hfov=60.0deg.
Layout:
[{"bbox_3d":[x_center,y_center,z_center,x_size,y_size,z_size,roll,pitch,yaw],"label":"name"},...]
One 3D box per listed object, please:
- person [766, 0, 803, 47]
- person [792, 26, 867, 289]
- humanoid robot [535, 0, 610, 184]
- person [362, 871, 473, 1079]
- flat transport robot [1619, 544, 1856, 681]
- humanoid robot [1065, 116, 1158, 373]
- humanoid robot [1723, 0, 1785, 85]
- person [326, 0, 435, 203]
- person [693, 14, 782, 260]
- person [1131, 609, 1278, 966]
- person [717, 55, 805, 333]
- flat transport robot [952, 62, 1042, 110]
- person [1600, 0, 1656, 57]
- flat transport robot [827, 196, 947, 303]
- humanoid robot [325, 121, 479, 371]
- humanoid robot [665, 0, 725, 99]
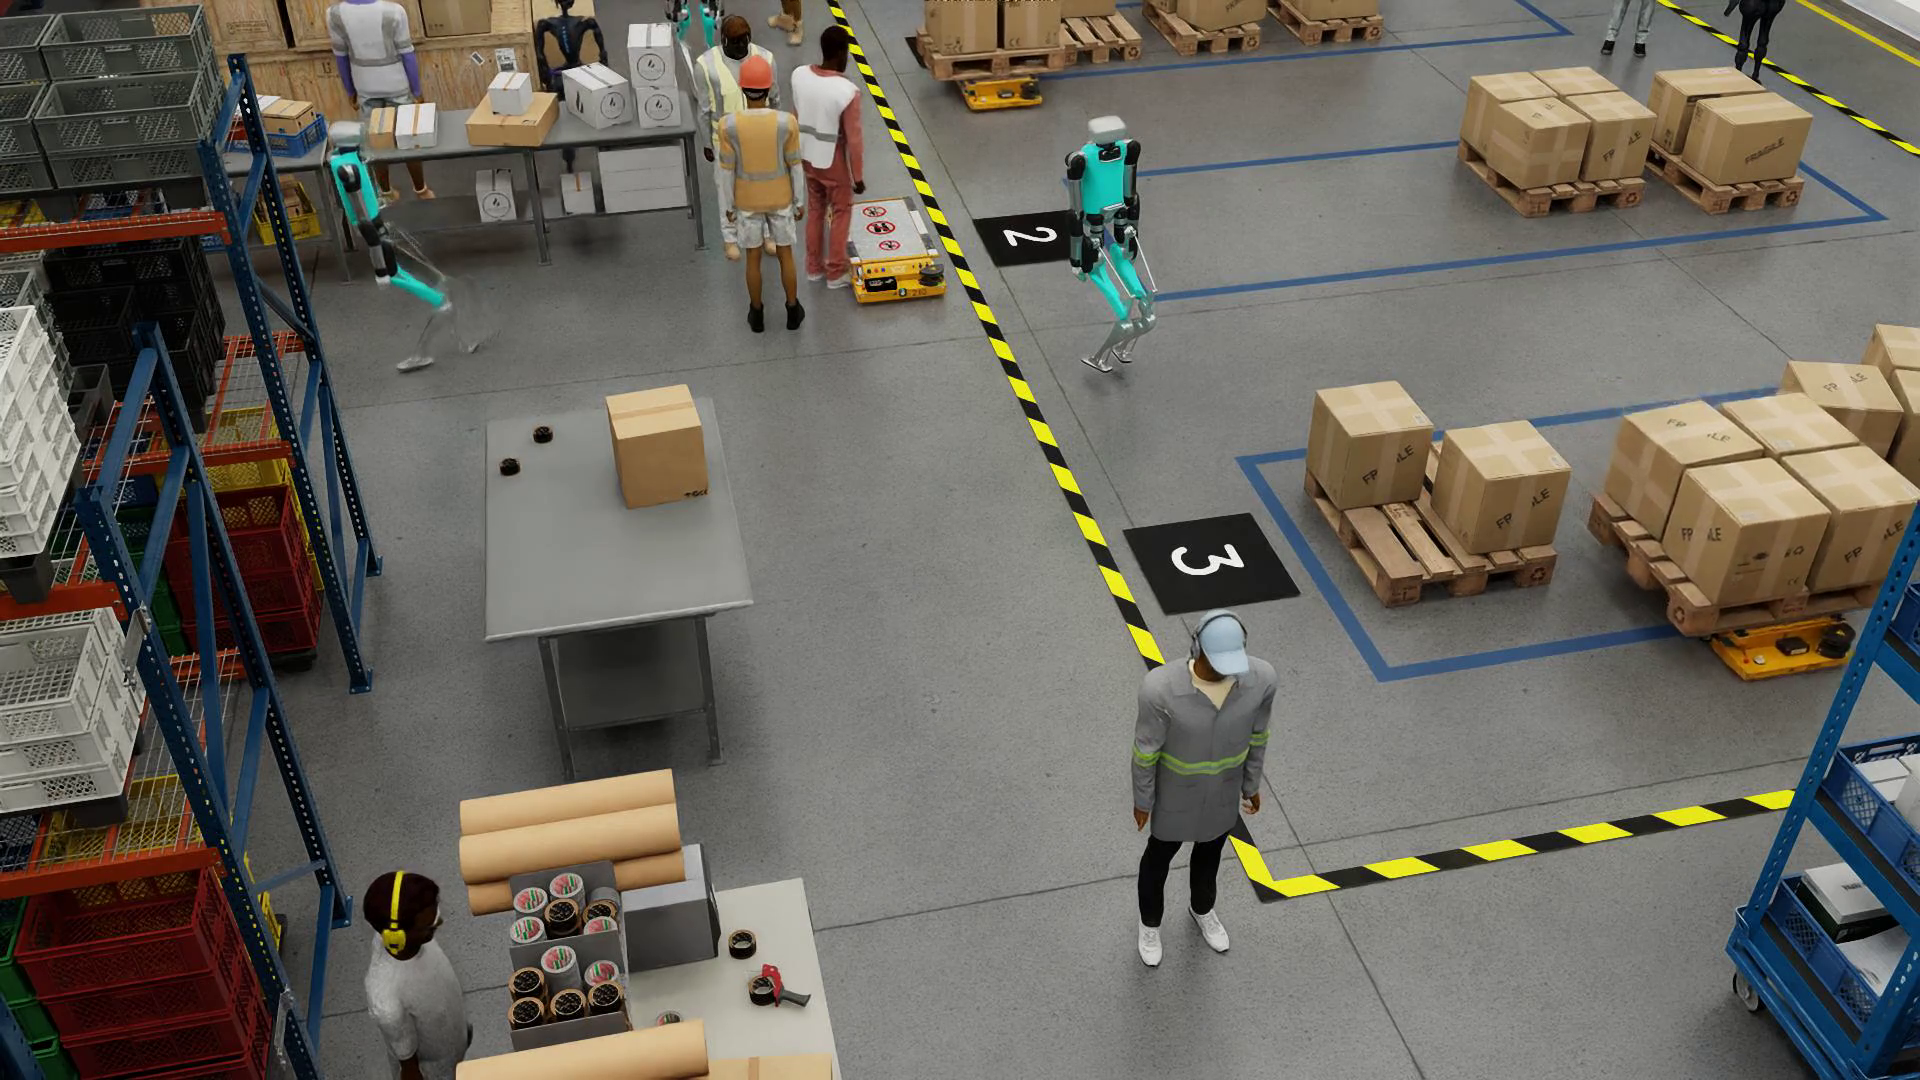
[{"bbox_3d":[-1.729,-5.737,15.830,0.451,1.991,0.801,-26,44,-30],"label":"person"},{"bbox_3d":[-0.924,-2.682,11.792,0.610,1.895,0.443,25,43,30],"label":"person"},{"bbox_3d":[-3.040,-3.583,13.185,0.588,1.633,0.381,-2,37,-3],"label":"humanoid robot"},{"bbox_3d":[-1.785,1.824,5.767,0.330,1.865,0.505,-5,37,-7],"label":"person"},{"bbox_3d":[4.254,0.213,9.245,0.652,0.197,1.431,-8,37,-10],"label":"flat transport robot"},{"bbox_3d":[1.031,-1.826,10.665,0.533,1.677,0.735,-20,41,-24],"label":"humanoid robot"},{"bbox_3d":[7.205,-4.903,14.951,0.599,1.657,0.315,-13,39,-17],"label":"humanoid robot"},{"bbox_3d":[-4.439,-3.498,12.783,0.600,2.036,0.395,-1,37,-1],"label":"person"},{"bbox_3d":[-1.597,-2.949,12.209,0.622,1.837,0.429,-11,38,-14],"label":"person"},{"bbox_3d":[0.986,1.022,6.854,0.589,1.852,0.378,-8,37,-11],"label":"person"},{"bbox_3d":[-1.332,-2.330,11.288,0.550,1.934,0.372,-4,37,-5],"label":"person"},{"bbox_3d":[0.267,-4.353,15.381,0.652,0.197,1.431,-8,37,-10],"label":"flat transport robot"},{"bbox_3d":[6.441,-5.448,15.567,0.599,1.827,0.404,10,38,13],"label":"person"},{"bbox_3d":[-0.570,-2.220,12.538,0.659,0.231,1.431,-8,37,-10],"label":"flat transport robot"},{"bbox_3d":[-3.576,-1.864,10.911,0.803,1.883,0.553,-13,39,-17],"label":"humanoid robot"},{"bbox_3d":[-2.351,-4.670,14.682,0.537,1.878,0.734,-9,38,-12],"label":"humanoid robot"}]
